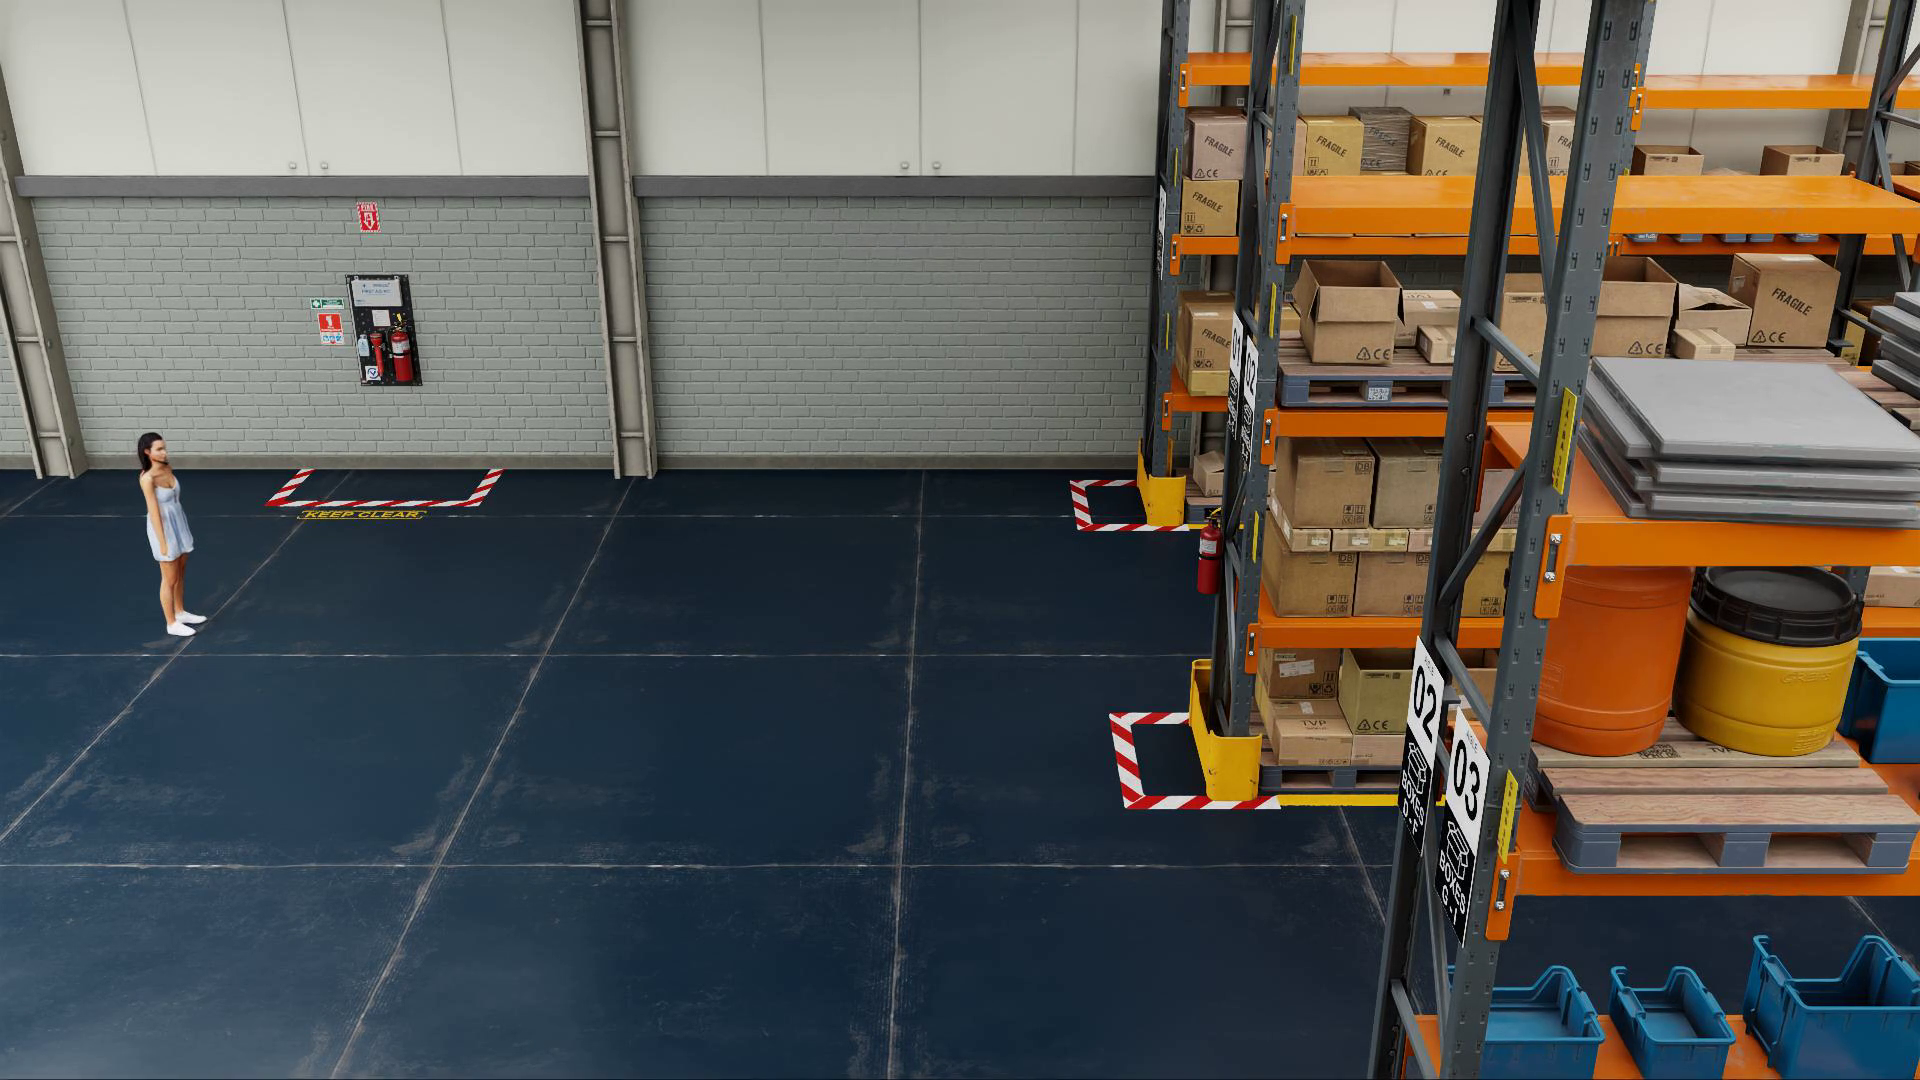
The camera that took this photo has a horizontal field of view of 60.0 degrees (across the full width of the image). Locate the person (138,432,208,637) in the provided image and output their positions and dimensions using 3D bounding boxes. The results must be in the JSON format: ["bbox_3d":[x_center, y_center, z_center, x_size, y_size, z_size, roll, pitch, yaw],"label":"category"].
[{"bbox_3d":[-6.520,-0.064,13.687,0.513,1.729,0.581,0,23,-1],"label":"person"}]
